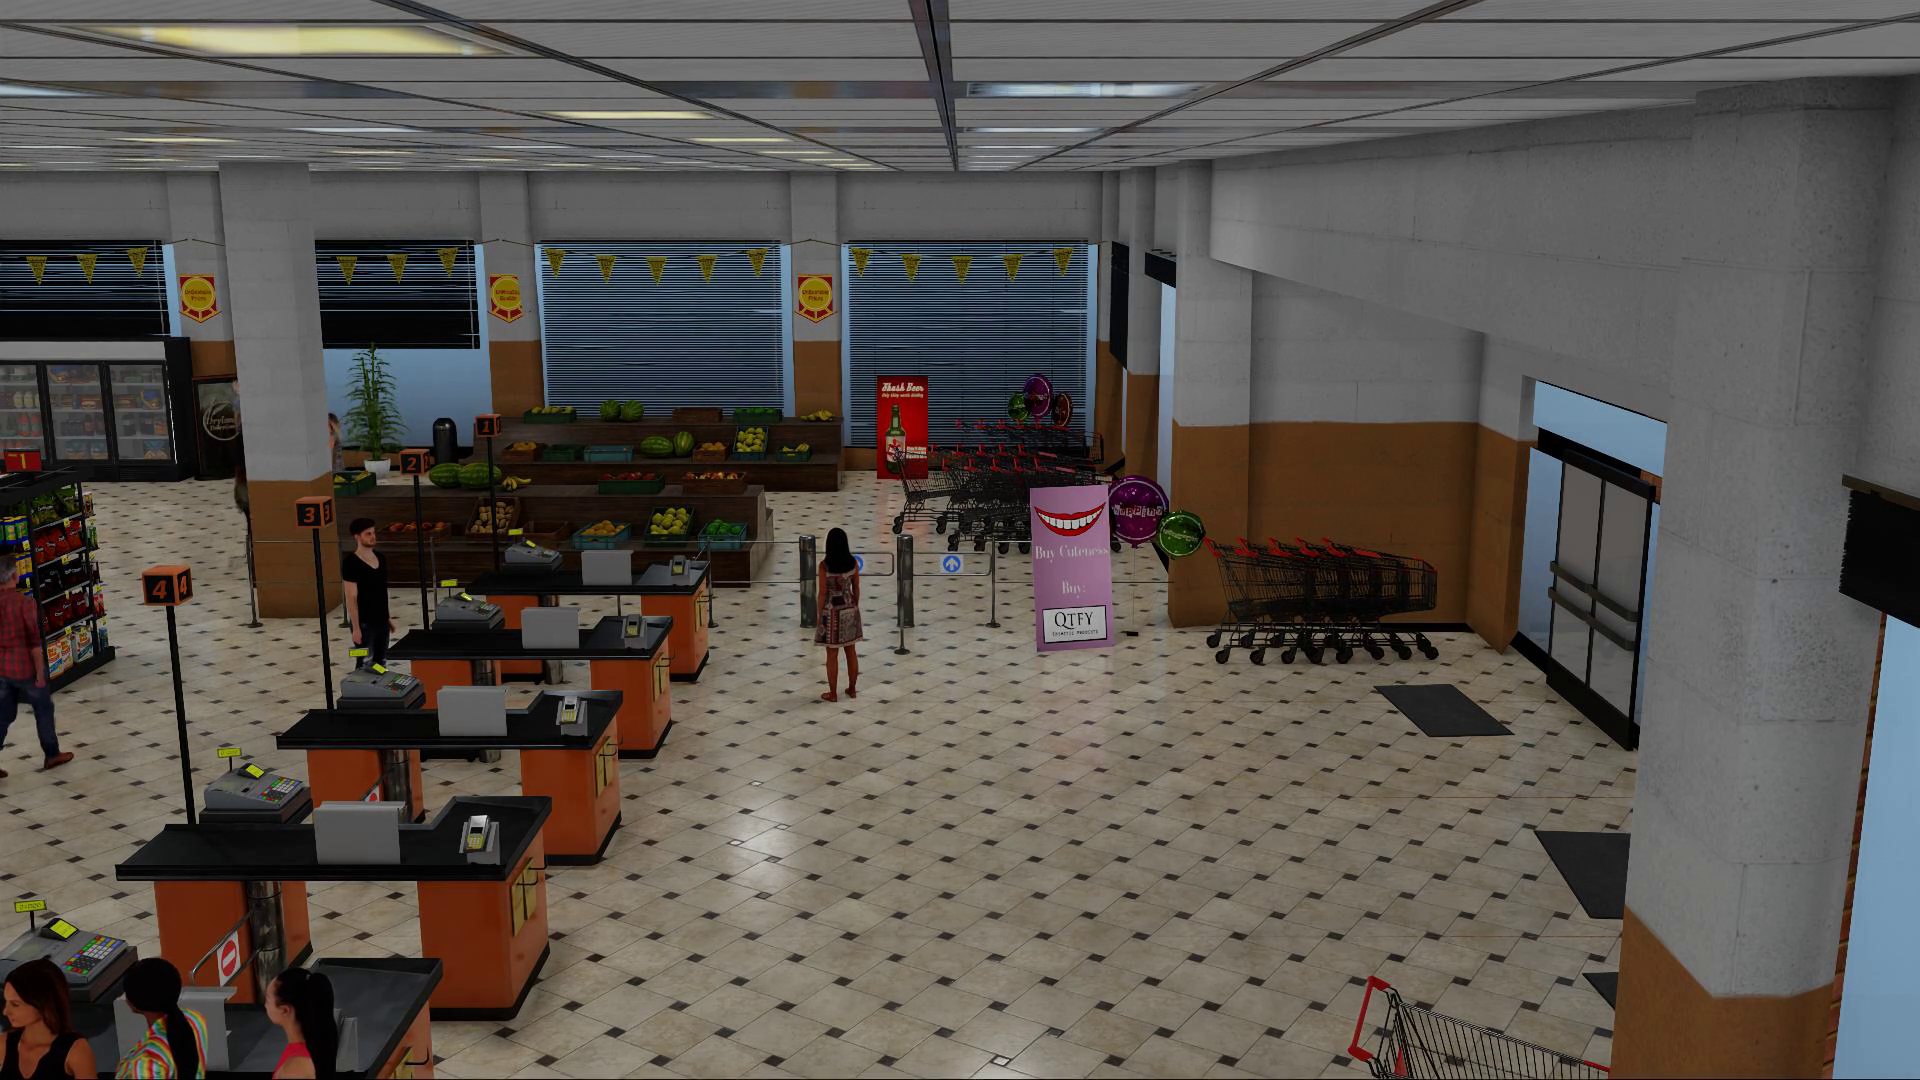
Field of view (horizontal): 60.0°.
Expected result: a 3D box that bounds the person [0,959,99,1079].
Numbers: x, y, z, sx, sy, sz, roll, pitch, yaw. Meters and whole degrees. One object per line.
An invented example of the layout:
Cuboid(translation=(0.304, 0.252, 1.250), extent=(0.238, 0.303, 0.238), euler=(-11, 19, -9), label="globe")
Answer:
Cuboid(translation=(-3.513, 2.491, 6.490), extent=(0.524, 1.834, 0.681), euler=(2, 12, 10), label="person")

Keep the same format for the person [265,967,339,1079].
Cuboid(translation=(-2.590, 2.513, 6.646), extent=(0.601, 1.727, 0.640), euler=(-2, 12, -7), label="person")

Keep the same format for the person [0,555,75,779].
Cuboid(translation=(-7.660, 1.046, 13.403), extent=(0.985, 1.814, 0.832), euler=(1, 12, 6), label="person")

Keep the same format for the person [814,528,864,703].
Cuboid(translation=(-1.130, 0.686, 15.521), extent=(0.664, 1.645, 0.785), euler=(-7, 14, -31), label="person")

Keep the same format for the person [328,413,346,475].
Cuboid(translation=(-8.510, -0.887, 22.961), extent=(1.193, 1.657, 0.818), euler=(-3, 12, -16), label="person")

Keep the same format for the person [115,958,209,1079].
Cuboid(translation=(-3.102, 2.489, 6.601), extent=(0.541, 1.793, 0.607), euler=(1, 12, 4), label="person")

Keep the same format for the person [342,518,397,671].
Cuboid(translation=(-5.227, 0.731, 14.701), extent=(0.694, 1.897, 0.737), euler=(4, 13, 18), label="person")
